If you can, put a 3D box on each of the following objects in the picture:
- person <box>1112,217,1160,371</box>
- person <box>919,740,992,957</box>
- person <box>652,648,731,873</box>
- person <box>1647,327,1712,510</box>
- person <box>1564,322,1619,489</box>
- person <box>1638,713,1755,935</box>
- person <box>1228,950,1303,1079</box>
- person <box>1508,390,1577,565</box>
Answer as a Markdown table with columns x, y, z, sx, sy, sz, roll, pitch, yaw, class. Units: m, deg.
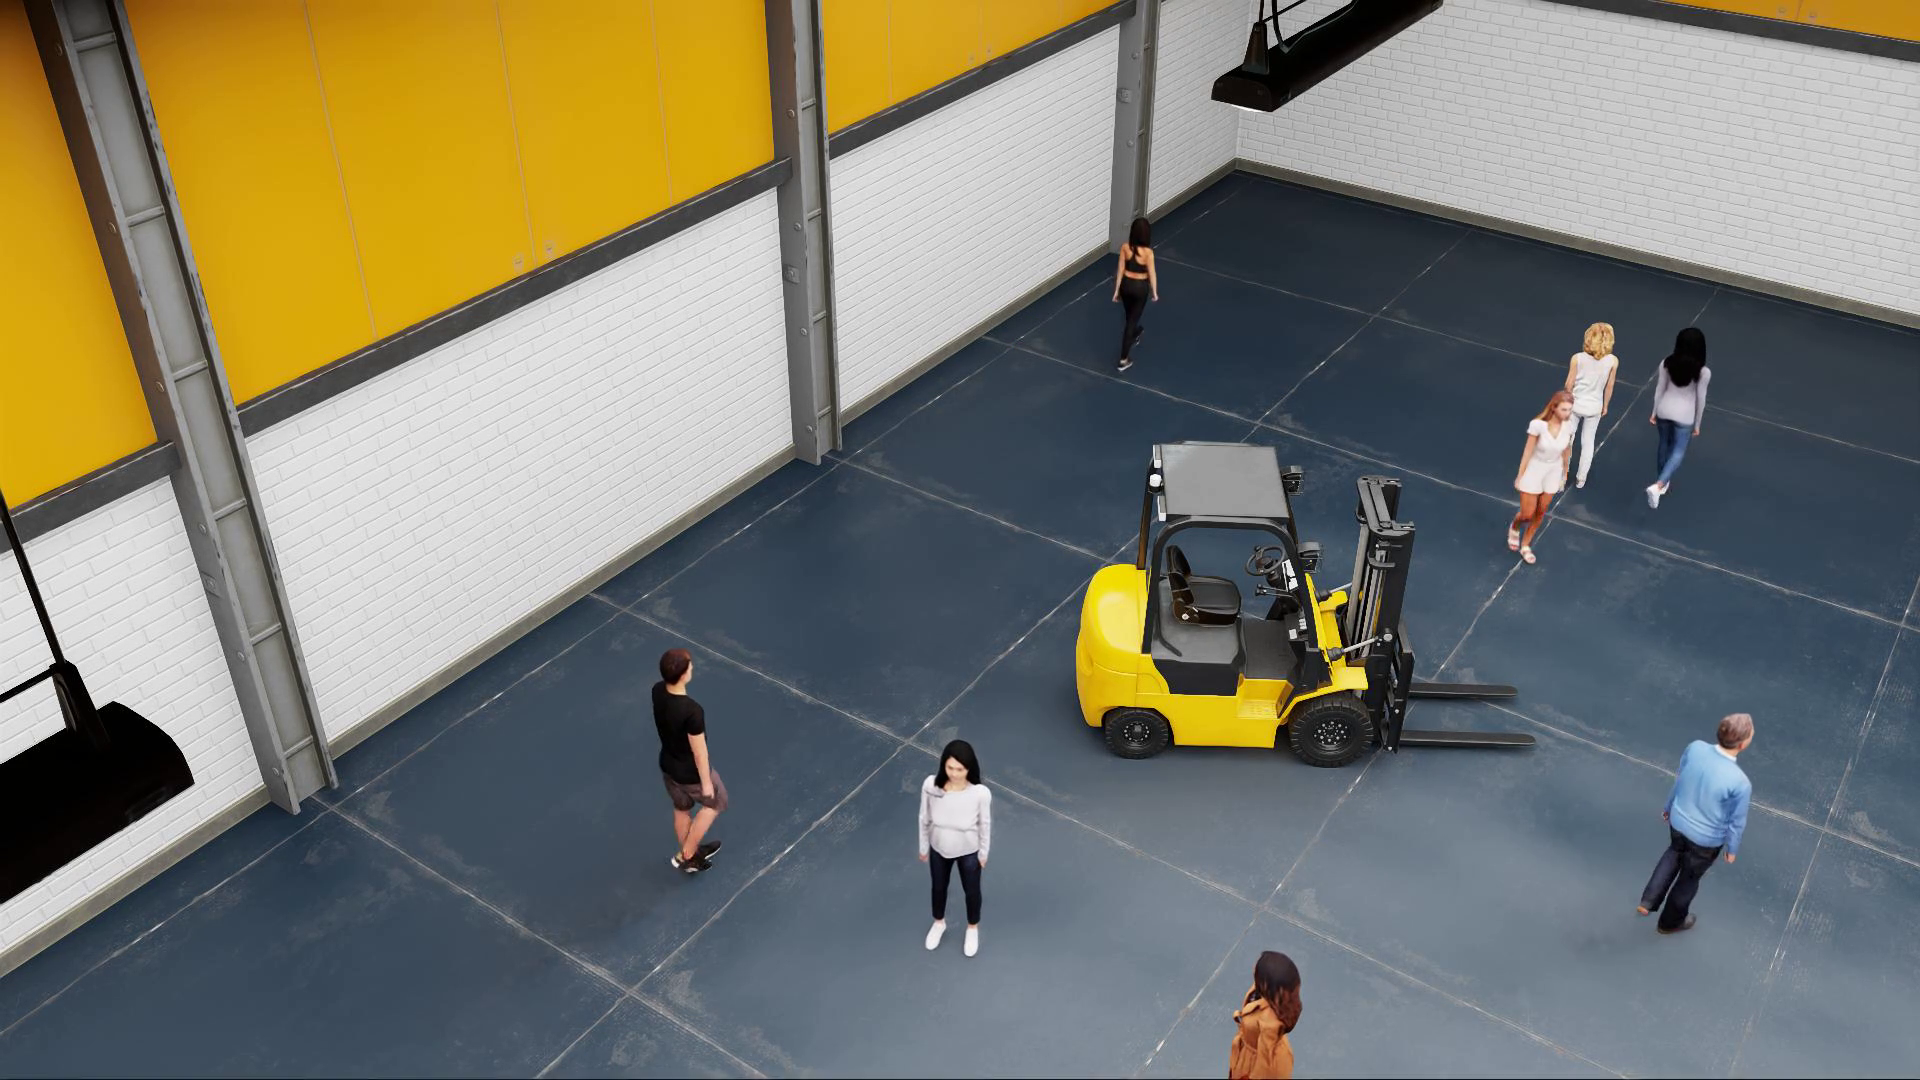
| x | y | z | sx | sy | sz | roll | pitch | yaw | class |
| --- | --- | --- | --- | --- | --- | --- | --- | --- | --- |
| 1.792 | -2.554 | 17.447 | 0.646 | 1.608 | 1.064 | 17 | 37 | 23 | person |
| -0.015 | 1.942 | 10.598 | 0.684 | 1.700 | 0.671 | 8 | 34 | 11 | person |
| -1.893 | 1.529 | 11.079 | 0.740 | 1.856 | 0.718 | 28 | 43 | 35 | person |
| 6.467 | -1.081 | 15.135 | 0.690 | 1.713 | 1.024 | 28 | 43 | 35 | person |
| 5.792 | -1.252 | 15.430 | 0.675 | 1.670 | 0.675 | 6 | 34 | 9 | person |
| 4.669 | 1.845 | 10.649 | 0.844 | 1.805 | 0.815 | -15 | 37 | -22 | person |
| 1.665 | 2.886 | 9.158 | 0.813 | 1.722 | 0.642 | 10 | 35 | 14 | person |
| 5.009 | -0.597 | 14.433 | 0.739 | 1.684 | 0.798 | -3 | 34 | -4 | person |
